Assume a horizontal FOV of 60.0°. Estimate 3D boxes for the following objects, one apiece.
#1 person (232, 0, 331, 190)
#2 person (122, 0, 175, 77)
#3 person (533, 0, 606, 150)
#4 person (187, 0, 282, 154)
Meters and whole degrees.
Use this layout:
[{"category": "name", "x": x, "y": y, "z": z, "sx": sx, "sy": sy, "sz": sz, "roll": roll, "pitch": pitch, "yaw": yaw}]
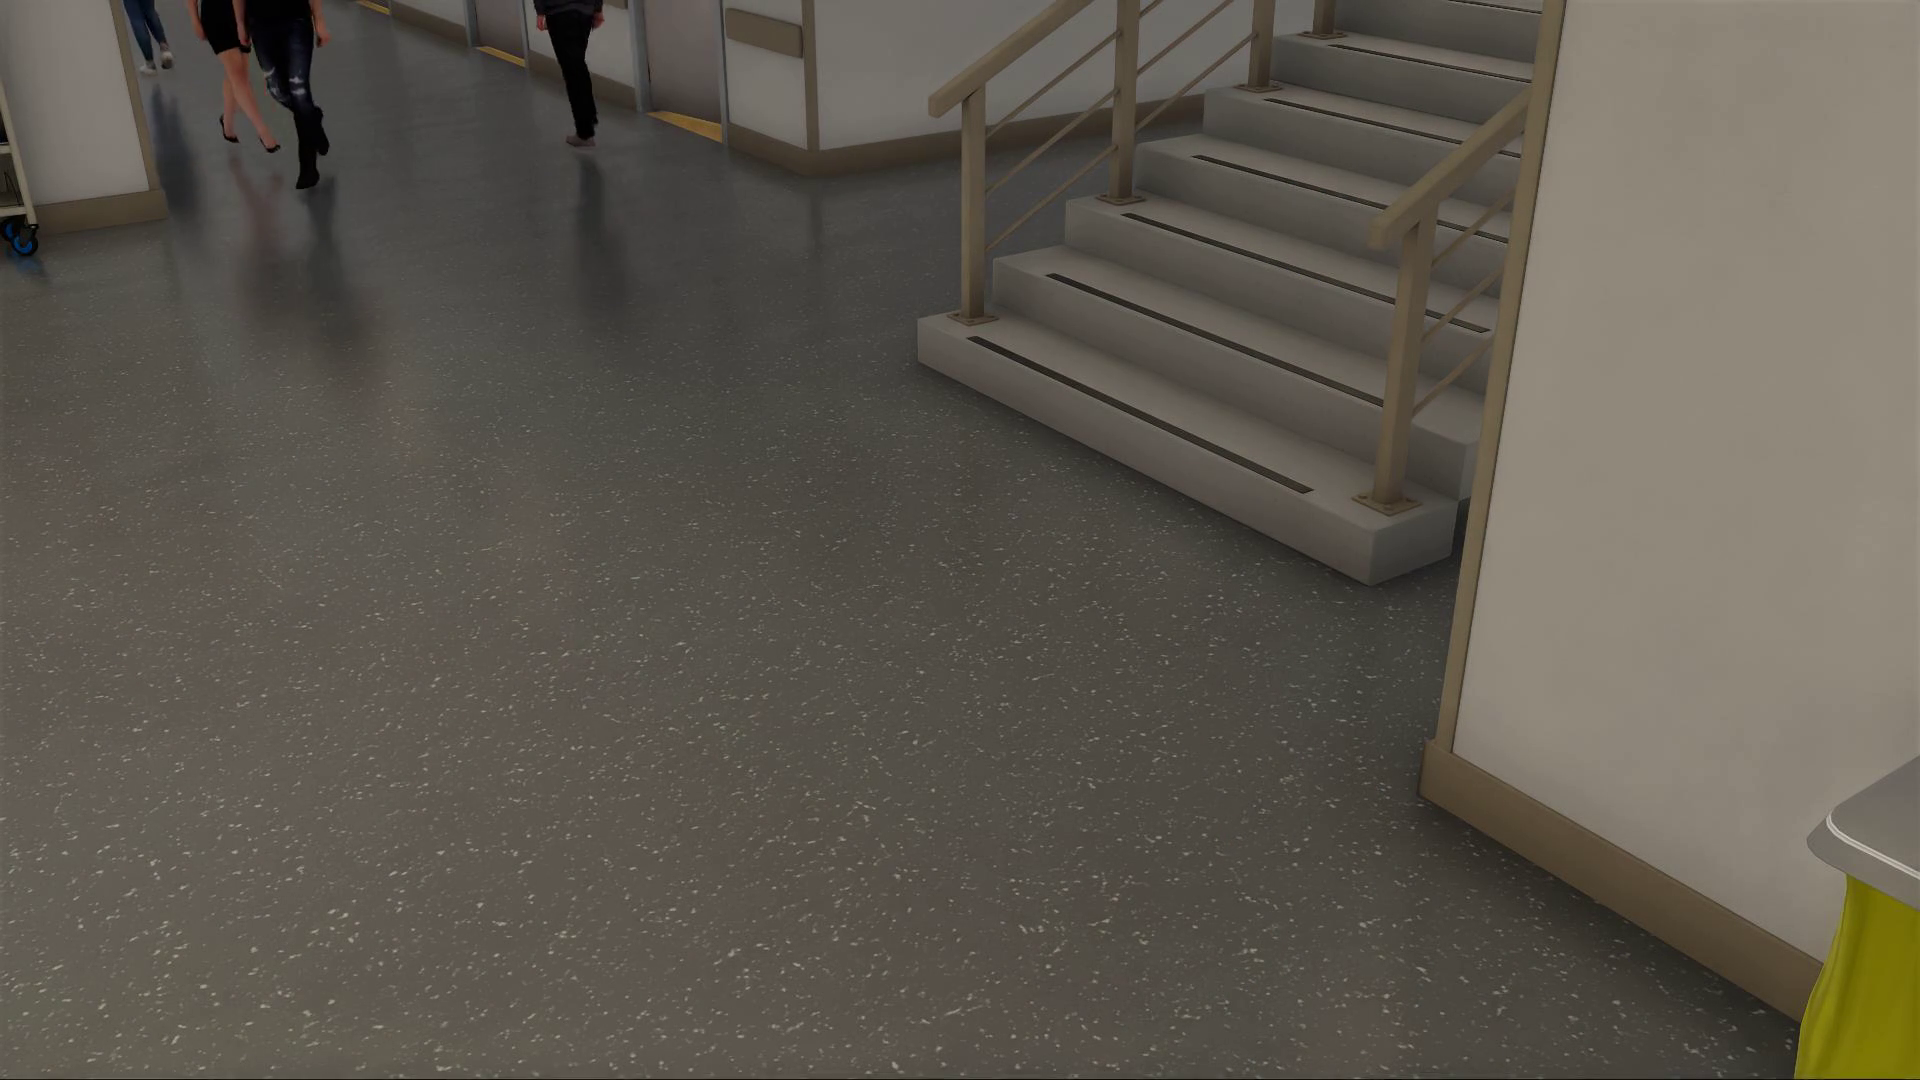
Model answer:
[{"category": "person", "x": -4.017, "y": -3.094, "z": 9.909, "sx": 1.151, "sy": 1.868, "sz": 1.112, "roll": -2, "pitch": 26, "yaw": -4}, {"category": "person", "x": -6.474, "y": -4.480, "z": 13.050, "sx": 0.672, "sy": 1.637, "sz": 0.586, "roll": 22, "pitch": 34, "yaw": 38}, {"category": "person", "x": -2.453, "y": -3.395, "z": 10.663, "sx": 0.754, "sy": 1.756, "sz": 0.623, "roll": 21, "pitch": 33, "yaw": 37}, {"category": "person", "x": -4.676, "y": -3.280, "z": 10.559, "sx": 1.018, "sy": 1.639, "sz": 0.774, "roll": -23, "pitch": 34, "yaw": -39}]
